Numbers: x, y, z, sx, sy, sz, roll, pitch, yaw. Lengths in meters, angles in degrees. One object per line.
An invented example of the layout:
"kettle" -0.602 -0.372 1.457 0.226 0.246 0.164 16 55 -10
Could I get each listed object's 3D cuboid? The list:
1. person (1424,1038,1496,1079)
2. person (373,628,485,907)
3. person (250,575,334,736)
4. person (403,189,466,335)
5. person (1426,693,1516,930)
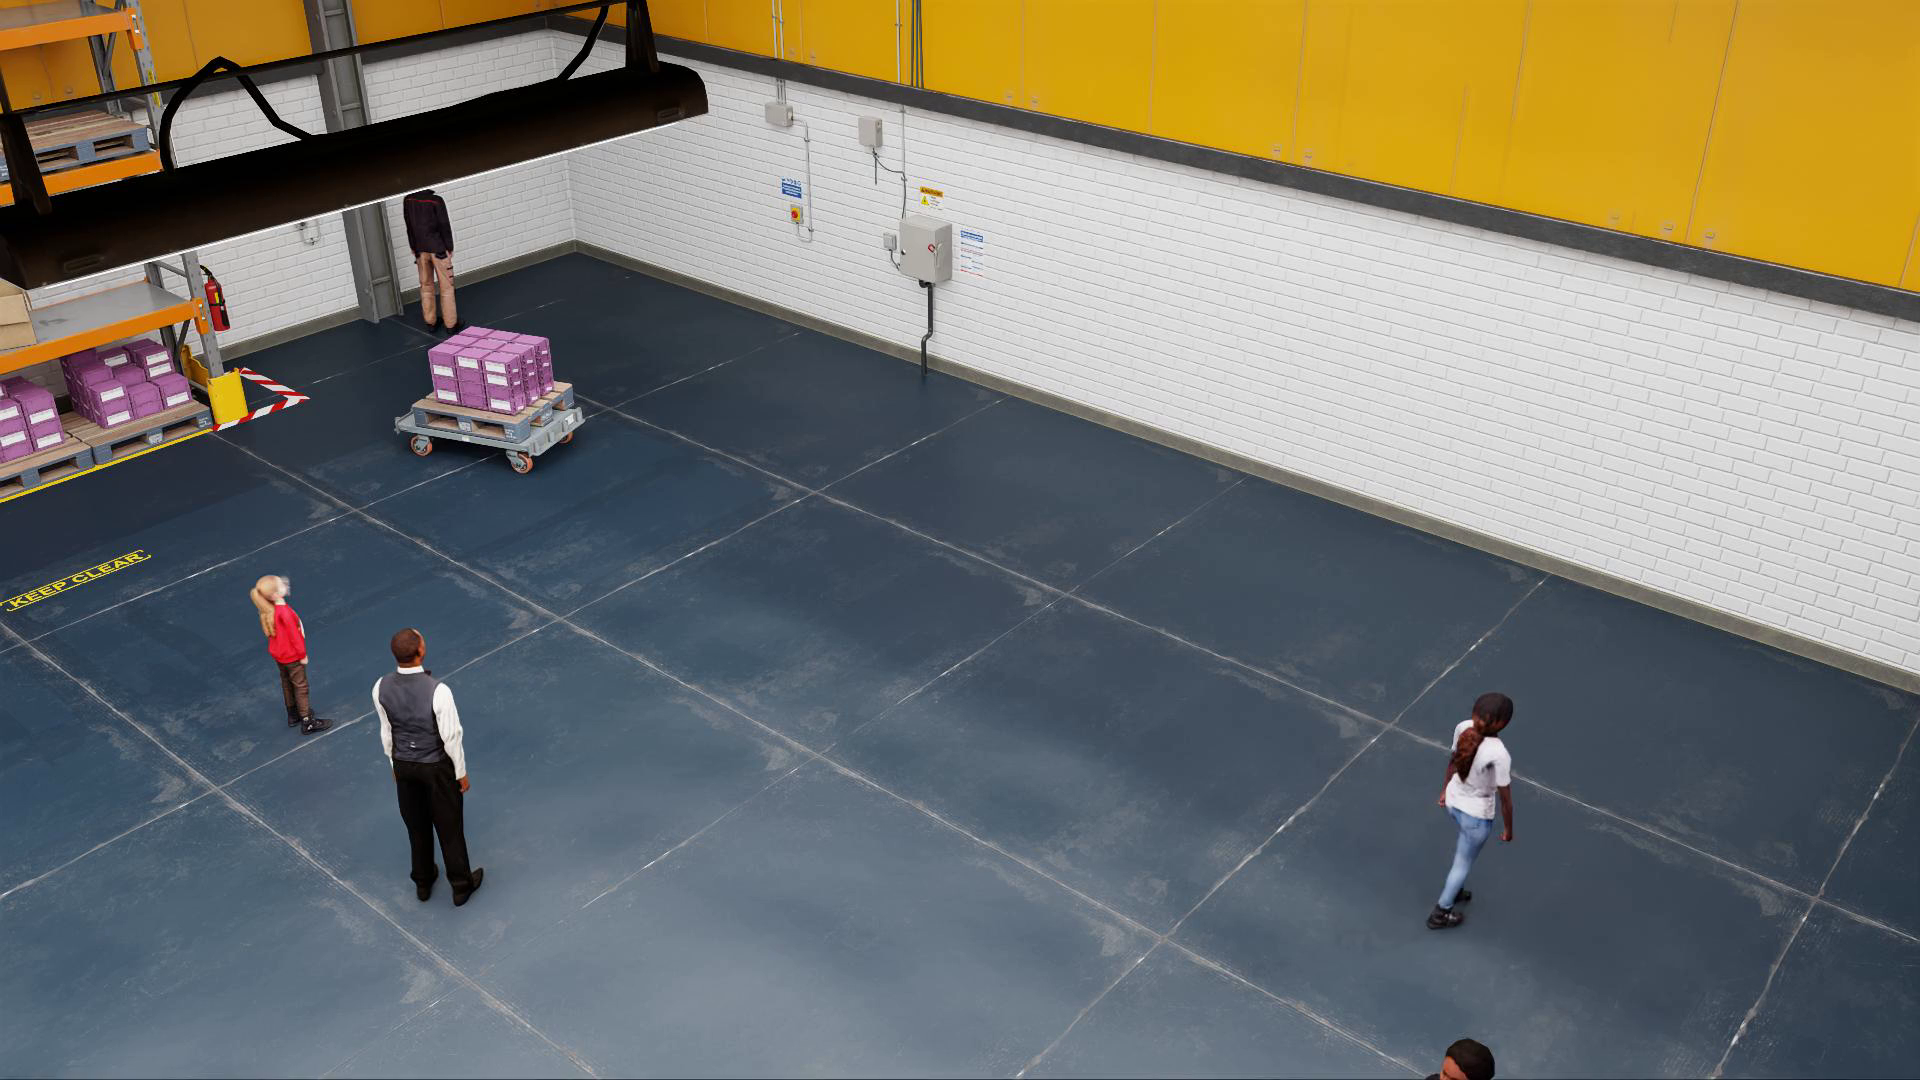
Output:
"person" 2.323 2.938 7.756 0.705 1.663 0.664 -22 36 -35
"person" -3.312 1.411 10.295 0.774 1.913 0.775 5 29 8
"person" -4.865 0.813 12.051 0.483 1.280 0.507 21 35 34
"person" -6.018 -3.297 18.915 0.779 1.924 0.798 2 29 4
"person" 3.017 1.662 10.045 0.783 1.711 0.744 -12 31 -21
